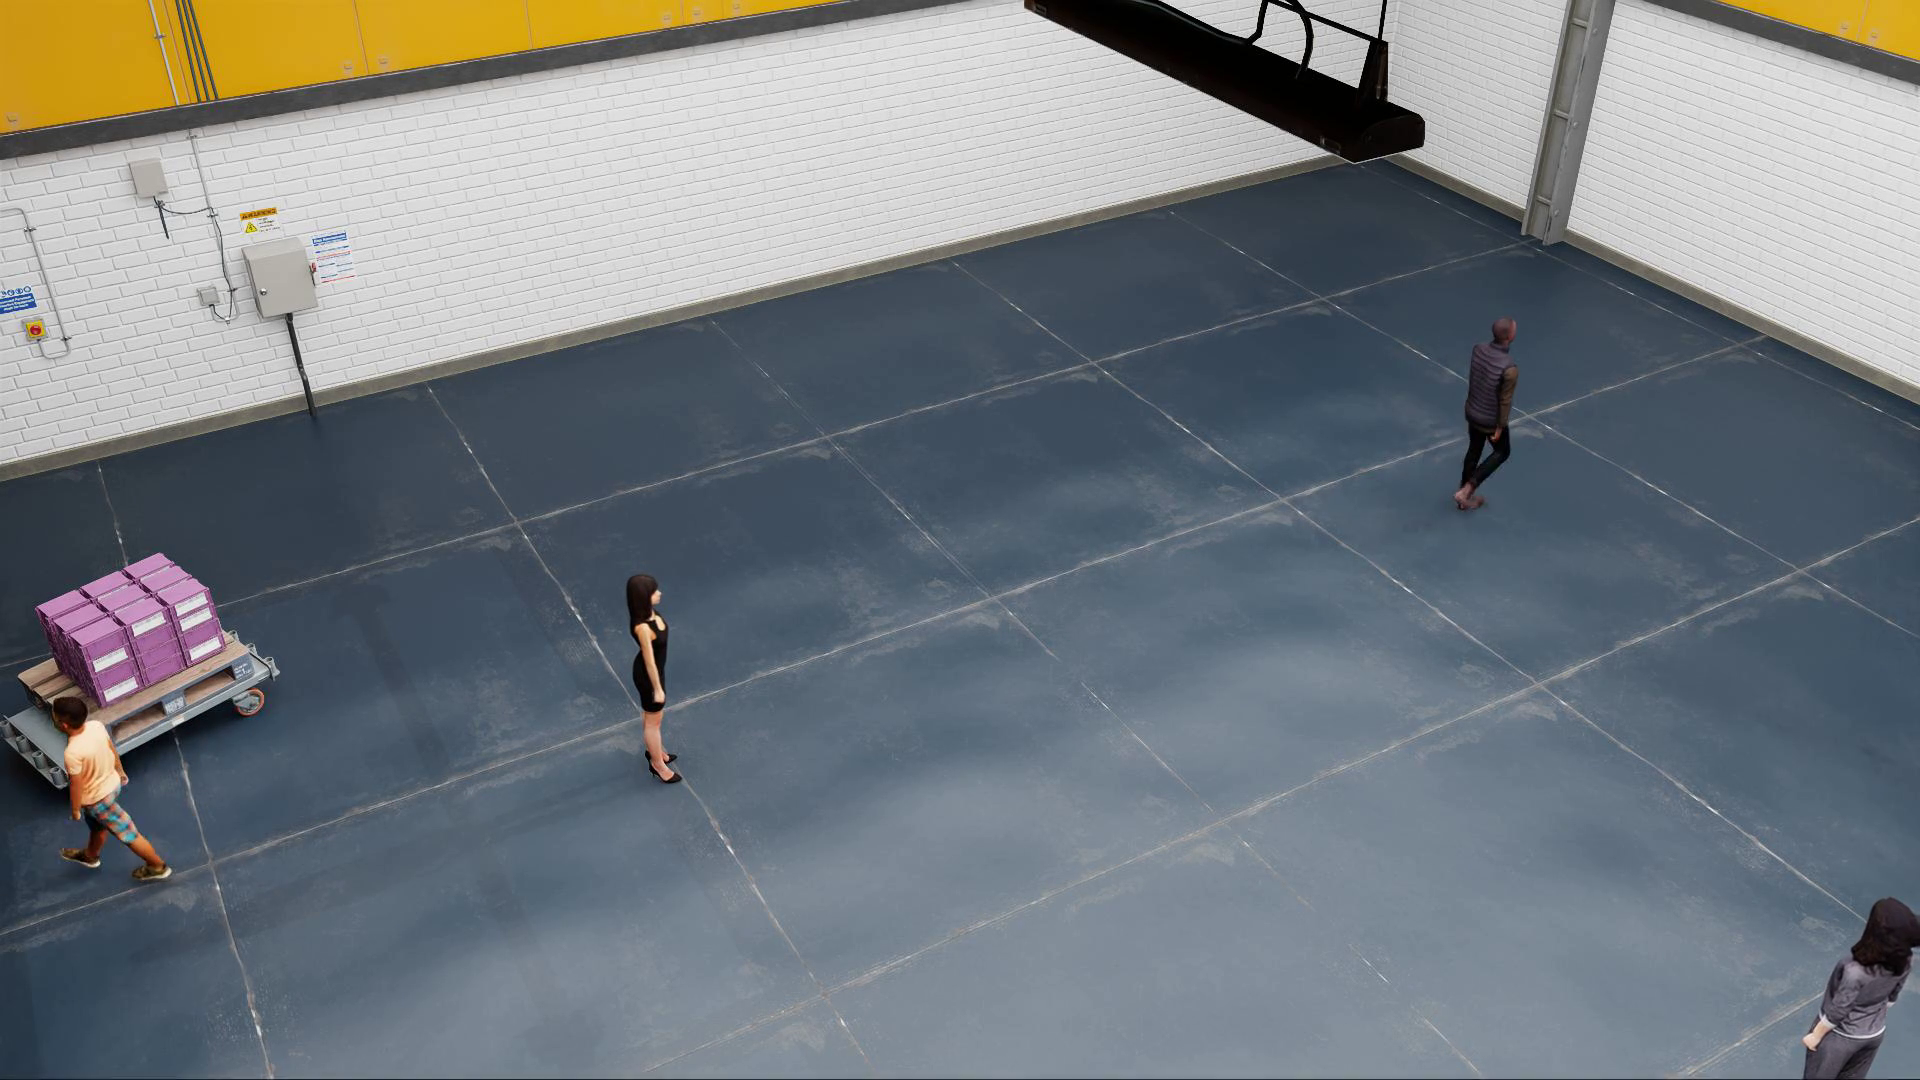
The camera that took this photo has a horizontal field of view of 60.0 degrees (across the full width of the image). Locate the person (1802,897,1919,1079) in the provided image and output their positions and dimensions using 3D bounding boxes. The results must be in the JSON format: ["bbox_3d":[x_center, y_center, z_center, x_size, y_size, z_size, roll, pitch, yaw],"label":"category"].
[{"bbox_3d":[4.632,2.554,8.662,0.642,1.763,0.581,-10,35,-15],"label":"person"}]

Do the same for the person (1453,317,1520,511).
[{"bbox_3d":[4.369,-1.028,13.997,0.769,1.823,0.652,-15,36,-21],"label":"person"}]

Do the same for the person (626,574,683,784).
[{"bbox_3d":[-2.091,0.921,11.222,0.682,1.650,0.540,-5,34,-7],"label":"person"}]

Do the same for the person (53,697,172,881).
[{"bbox_3d":[-5.313,1.591,10.417,0.918,1.425,0.972,0,34,0],"label":"person"}]
